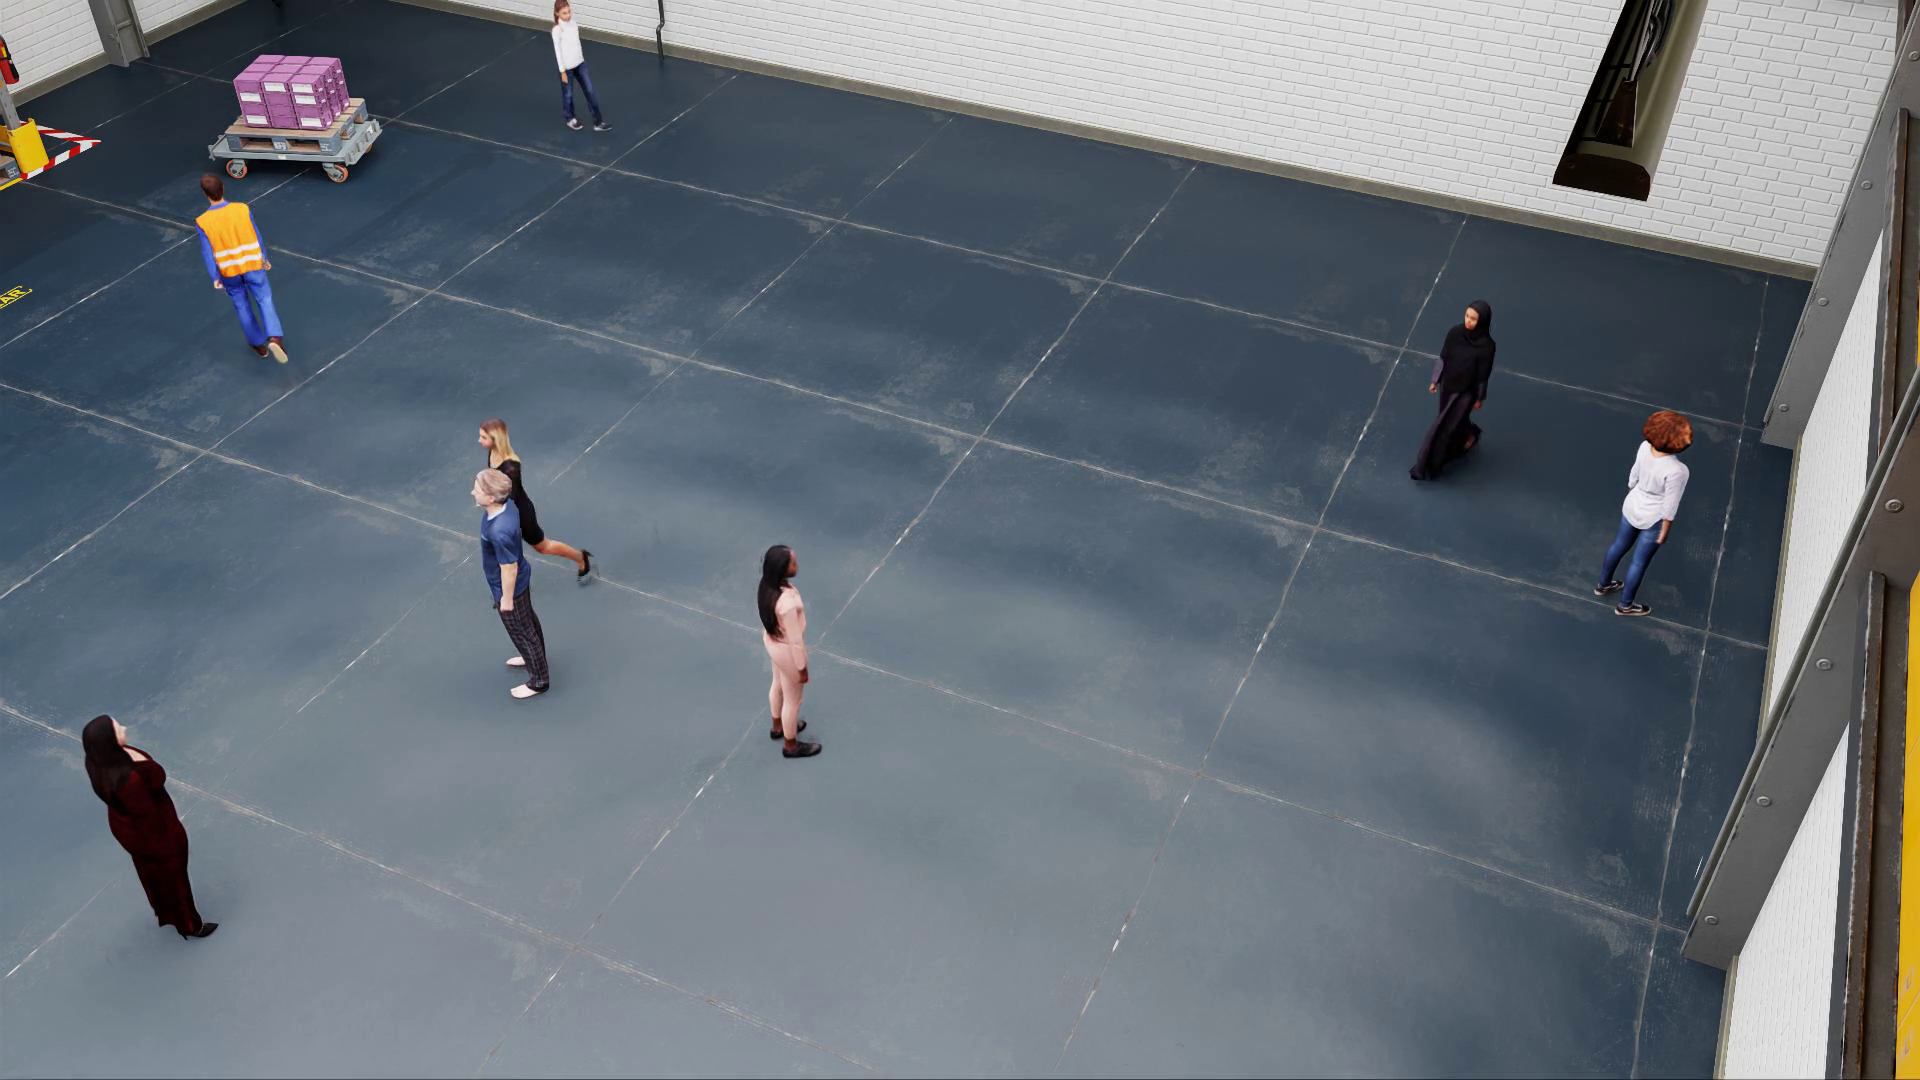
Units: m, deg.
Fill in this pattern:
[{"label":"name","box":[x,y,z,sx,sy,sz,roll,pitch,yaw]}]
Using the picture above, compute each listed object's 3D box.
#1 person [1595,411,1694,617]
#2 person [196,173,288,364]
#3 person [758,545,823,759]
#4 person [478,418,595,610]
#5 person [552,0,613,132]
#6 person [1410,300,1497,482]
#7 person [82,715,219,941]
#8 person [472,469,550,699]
[{"label":"person","box":[5.046,-0.212,12.252,0.811,1.713,0.743,-10,40,-13]},{"label":"person","box":[-6.392,-2.379,14.856,1.057,1.849,1.055,-22,44,-25]},{"label":"person","box":[-1.160,0.737,11.059,0.730,1.719,0.692,-16,41,-19]},{"label":"person","box":[-3.197,-0.206,12.299,1.112,1.645,0.847,-28,46,-30]},{"label":"person","box":[-4.471,-5.406,18.899,0.795,1.535,0.893,30,48,32]},{"label":"person","box":[4.161,-1.273,13.668,1.194,1.604,0.965,-24,44,-27]},{"label":"person","box":[-4.819,1.699,9.823,0.724,1.757,0.692,28,46,31]},{"label":"person","box":[-3.109,0.278,11.511,0.795,1.872,0.706,-9,39,-11]}]
